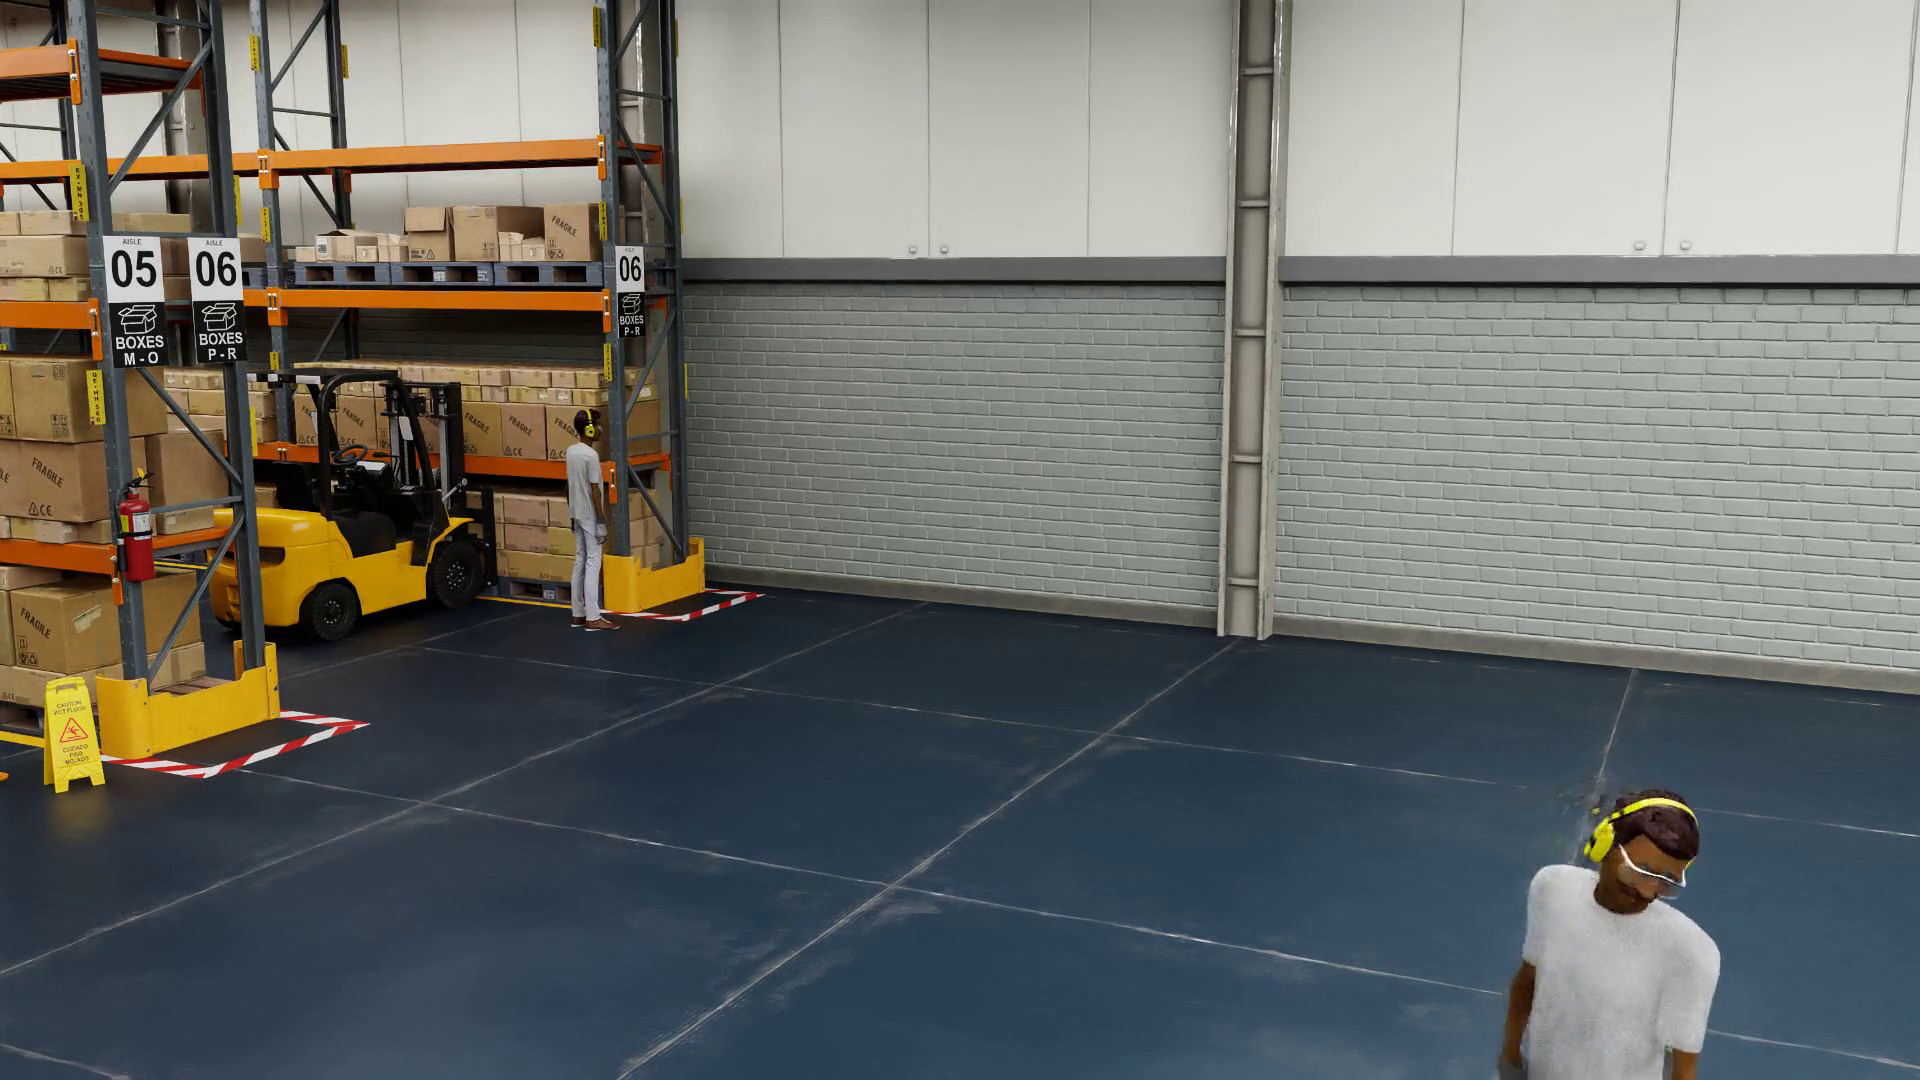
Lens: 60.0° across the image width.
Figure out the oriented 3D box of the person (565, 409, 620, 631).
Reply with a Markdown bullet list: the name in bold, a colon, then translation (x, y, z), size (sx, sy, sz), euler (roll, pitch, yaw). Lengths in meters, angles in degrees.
- **person**: translation (-3.121, -0.172, 14.001), size (0.311, 1.869, 0.532), euler (-8, 12, -39)

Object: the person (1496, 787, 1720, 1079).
- **person**: translation (1.568, 1.464, 4.107), size (0.338, 1.834, 0.654), euler (-6, 11, -33)
